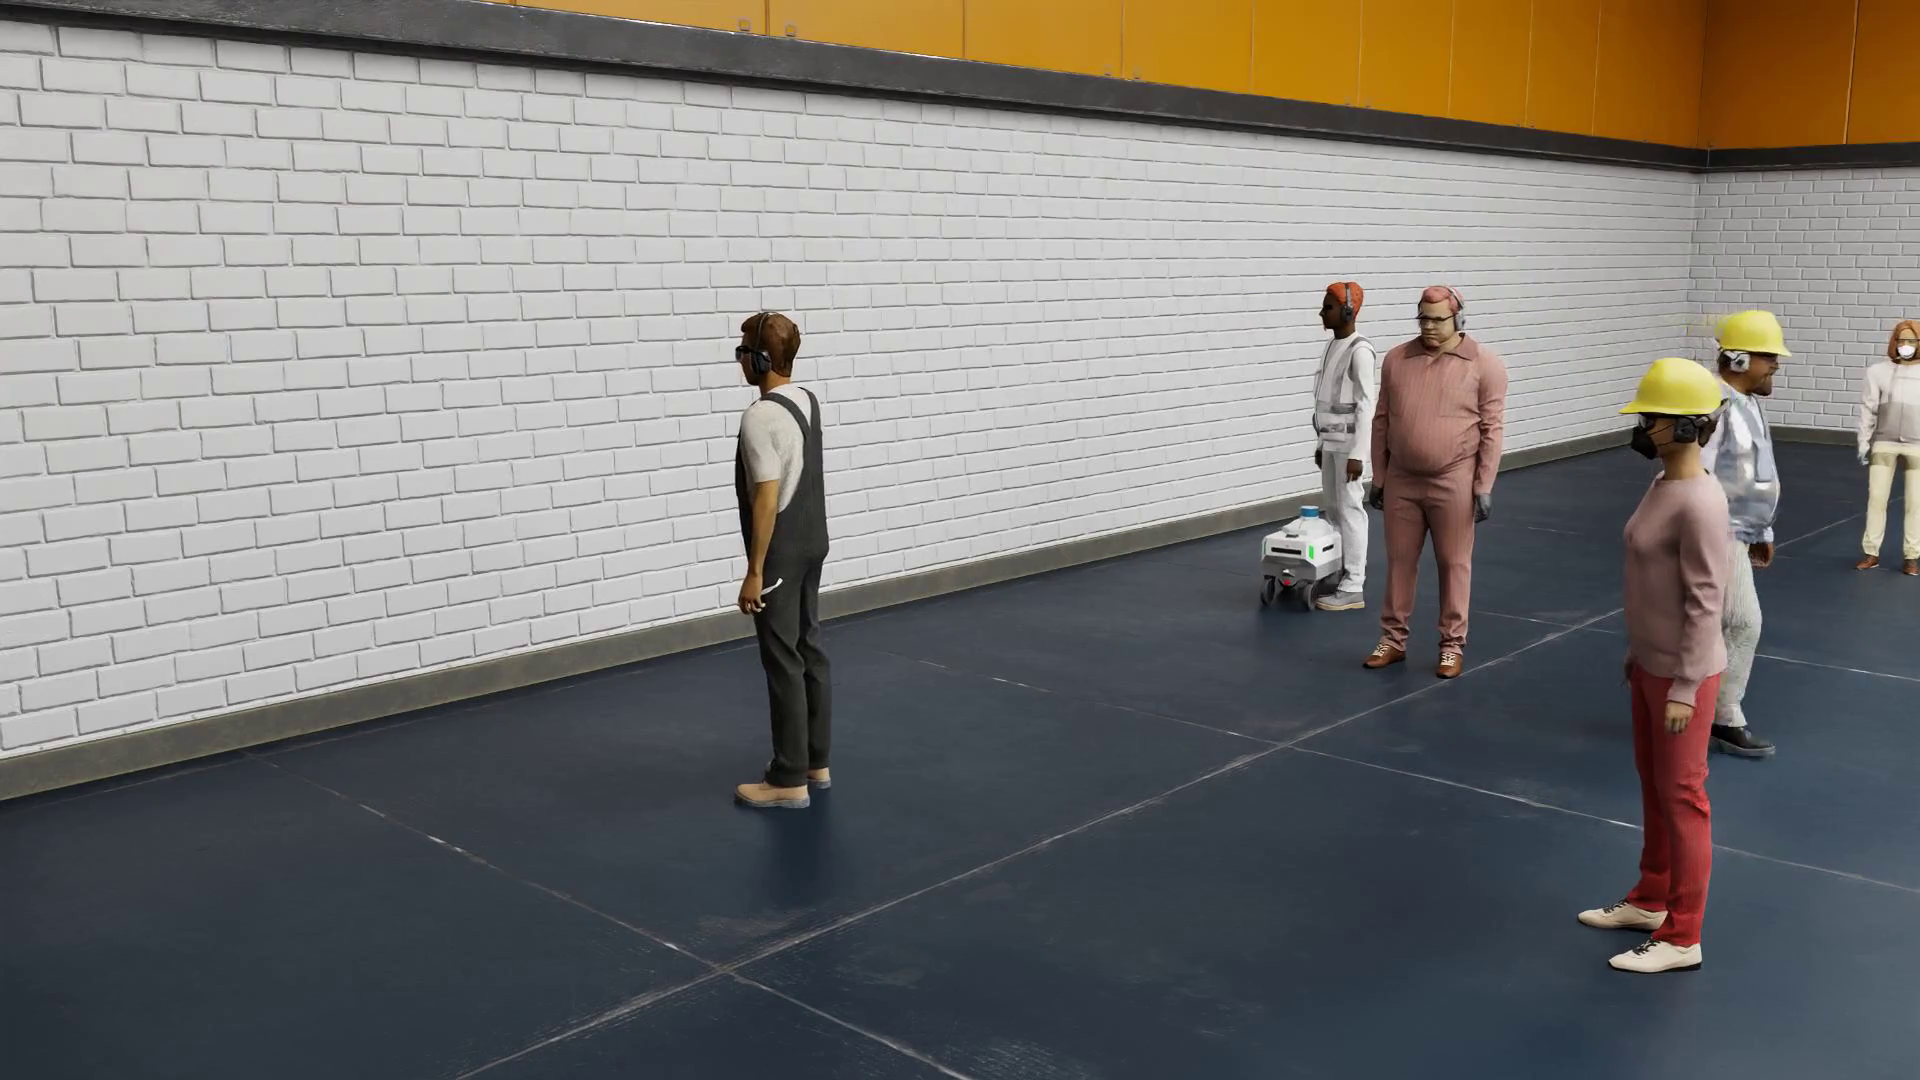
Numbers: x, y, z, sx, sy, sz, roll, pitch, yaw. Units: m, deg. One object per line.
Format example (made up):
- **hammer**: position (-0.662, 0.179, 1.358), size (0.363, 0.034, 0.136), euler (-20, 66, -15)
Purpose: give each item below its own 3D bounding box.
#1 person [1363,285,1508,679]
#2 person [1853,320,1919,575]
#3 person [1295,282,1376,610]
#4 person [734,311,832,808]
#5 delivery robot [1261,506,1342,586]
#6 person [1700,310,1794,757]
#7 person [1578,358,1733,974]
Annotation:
- **person**: position (2.284, -0.281, 8.087), size (0.636, 1.902, 0.405), euler (7, 12, 34)
- **person**: position (6.012, -0.588, 10.624), size (0.499, 1.624, 0.286), euler (7, 12, 34)
- **person**: position (2.195, -0.537, 9.588), size (0.362, 1.883, 0.575), euler (-1, 10, -7)
- **person**: position (-0.668, 0.078, 6.192), size (0.344, 1.845, 0.506), euler (4, 11, 21)
- **delivery robot**: position (2.055, 0.042, 9.803), size (0.477, 0.478, 0.707), euler (7, 12, 33)
- **person**: position (3.248, -0.027, 6.852), size (0.590, 1.816, 0.627), euler (8, 13, 38)
- **person**: position (2.021, 0.364, 4.789), size (0.323, 1.769, 0.523), euler (2, 10, 9)
